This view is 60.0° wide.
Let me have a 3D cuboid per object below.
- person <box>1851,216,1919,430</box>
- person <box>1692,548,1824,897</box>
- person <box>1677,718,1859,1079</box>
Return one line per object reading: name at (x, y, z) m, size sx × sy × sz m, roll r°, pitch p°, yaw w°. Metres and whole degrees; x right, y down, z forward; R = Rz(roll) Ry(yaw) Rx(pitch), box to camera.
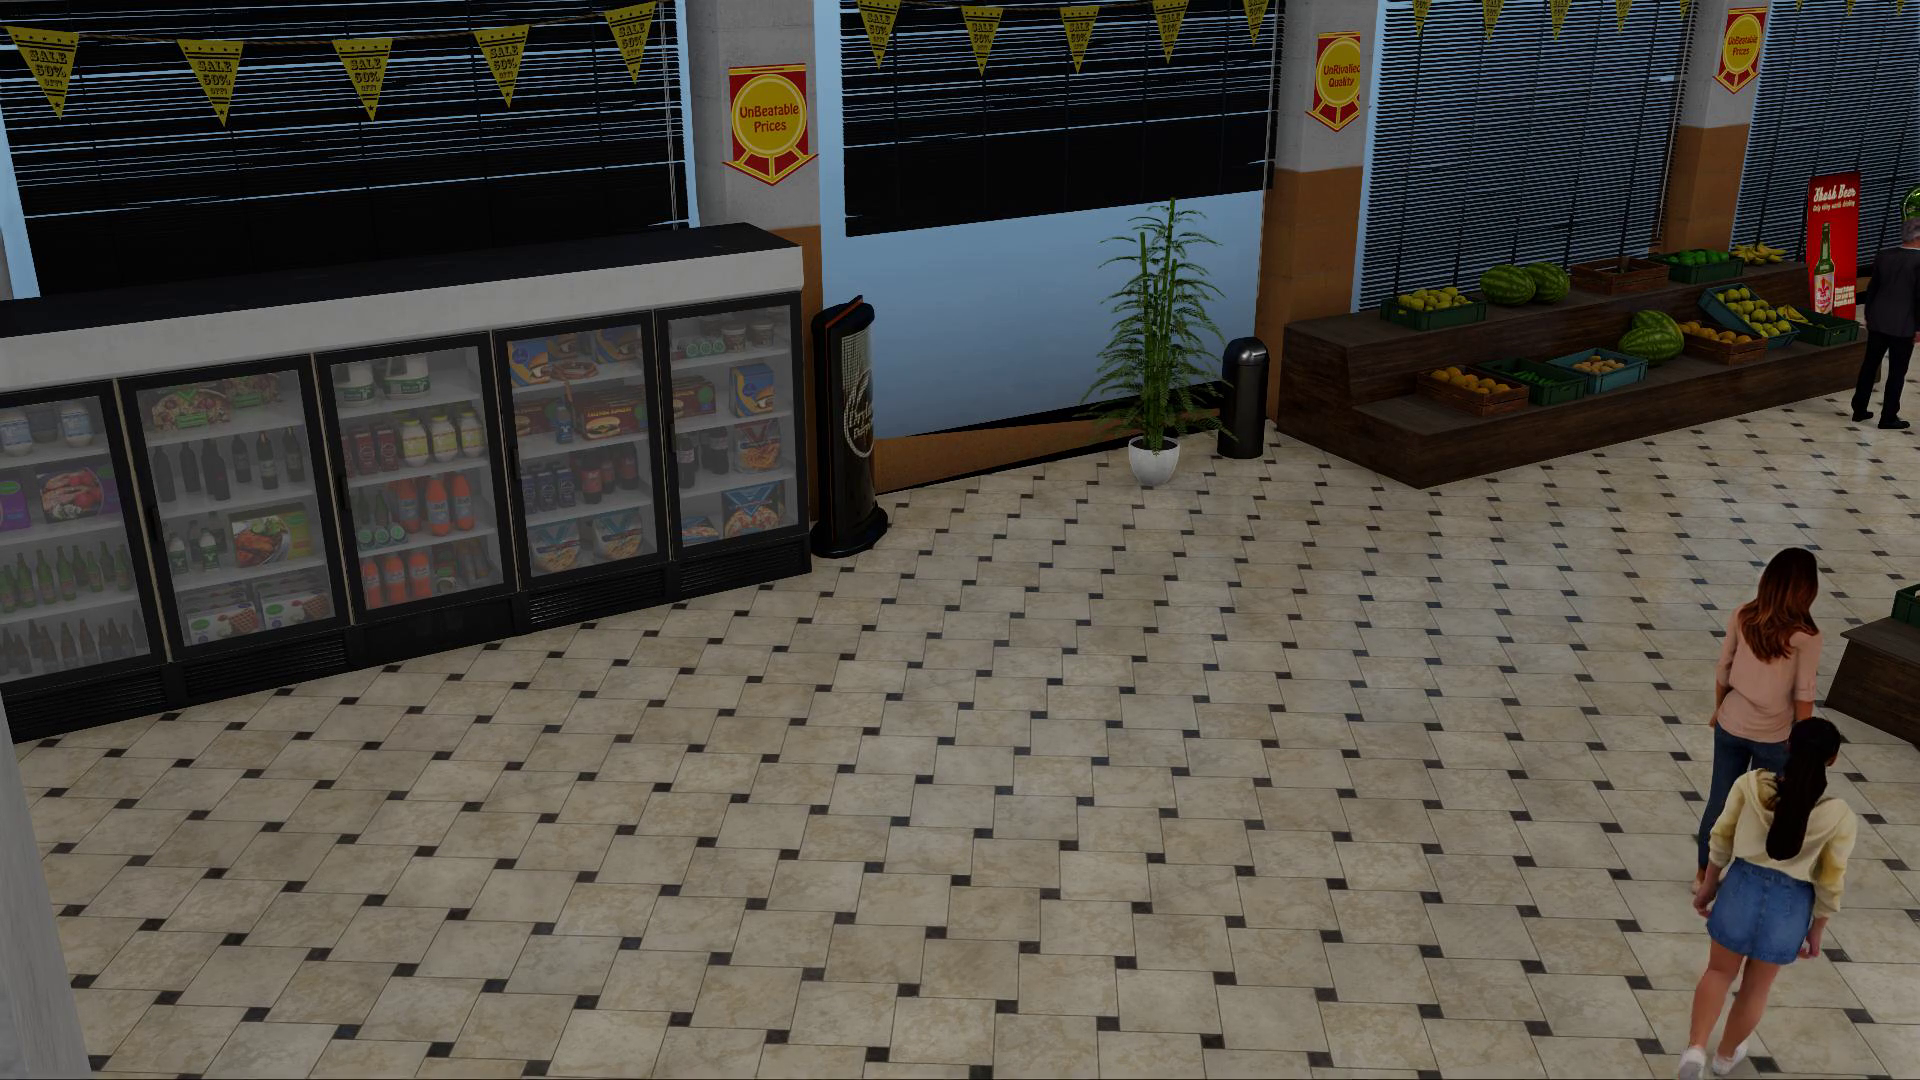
person at (8.114, -1.897, 14.436) m, size 0.613 × 1.842 × 0.726 m, roll -10°, pitch 24°, yaw -23°
person at (3.644, 0.870, 7.619) m, size 0.550 × 1.791 × 0.619 m, roll -16°, pitch 27°, yaw -34°
person at (3.073, 1.456, 6.396) m, size 0.843 × 1.616 × 0.987 m, roll 14°, pitch 26°, yaw 32°
